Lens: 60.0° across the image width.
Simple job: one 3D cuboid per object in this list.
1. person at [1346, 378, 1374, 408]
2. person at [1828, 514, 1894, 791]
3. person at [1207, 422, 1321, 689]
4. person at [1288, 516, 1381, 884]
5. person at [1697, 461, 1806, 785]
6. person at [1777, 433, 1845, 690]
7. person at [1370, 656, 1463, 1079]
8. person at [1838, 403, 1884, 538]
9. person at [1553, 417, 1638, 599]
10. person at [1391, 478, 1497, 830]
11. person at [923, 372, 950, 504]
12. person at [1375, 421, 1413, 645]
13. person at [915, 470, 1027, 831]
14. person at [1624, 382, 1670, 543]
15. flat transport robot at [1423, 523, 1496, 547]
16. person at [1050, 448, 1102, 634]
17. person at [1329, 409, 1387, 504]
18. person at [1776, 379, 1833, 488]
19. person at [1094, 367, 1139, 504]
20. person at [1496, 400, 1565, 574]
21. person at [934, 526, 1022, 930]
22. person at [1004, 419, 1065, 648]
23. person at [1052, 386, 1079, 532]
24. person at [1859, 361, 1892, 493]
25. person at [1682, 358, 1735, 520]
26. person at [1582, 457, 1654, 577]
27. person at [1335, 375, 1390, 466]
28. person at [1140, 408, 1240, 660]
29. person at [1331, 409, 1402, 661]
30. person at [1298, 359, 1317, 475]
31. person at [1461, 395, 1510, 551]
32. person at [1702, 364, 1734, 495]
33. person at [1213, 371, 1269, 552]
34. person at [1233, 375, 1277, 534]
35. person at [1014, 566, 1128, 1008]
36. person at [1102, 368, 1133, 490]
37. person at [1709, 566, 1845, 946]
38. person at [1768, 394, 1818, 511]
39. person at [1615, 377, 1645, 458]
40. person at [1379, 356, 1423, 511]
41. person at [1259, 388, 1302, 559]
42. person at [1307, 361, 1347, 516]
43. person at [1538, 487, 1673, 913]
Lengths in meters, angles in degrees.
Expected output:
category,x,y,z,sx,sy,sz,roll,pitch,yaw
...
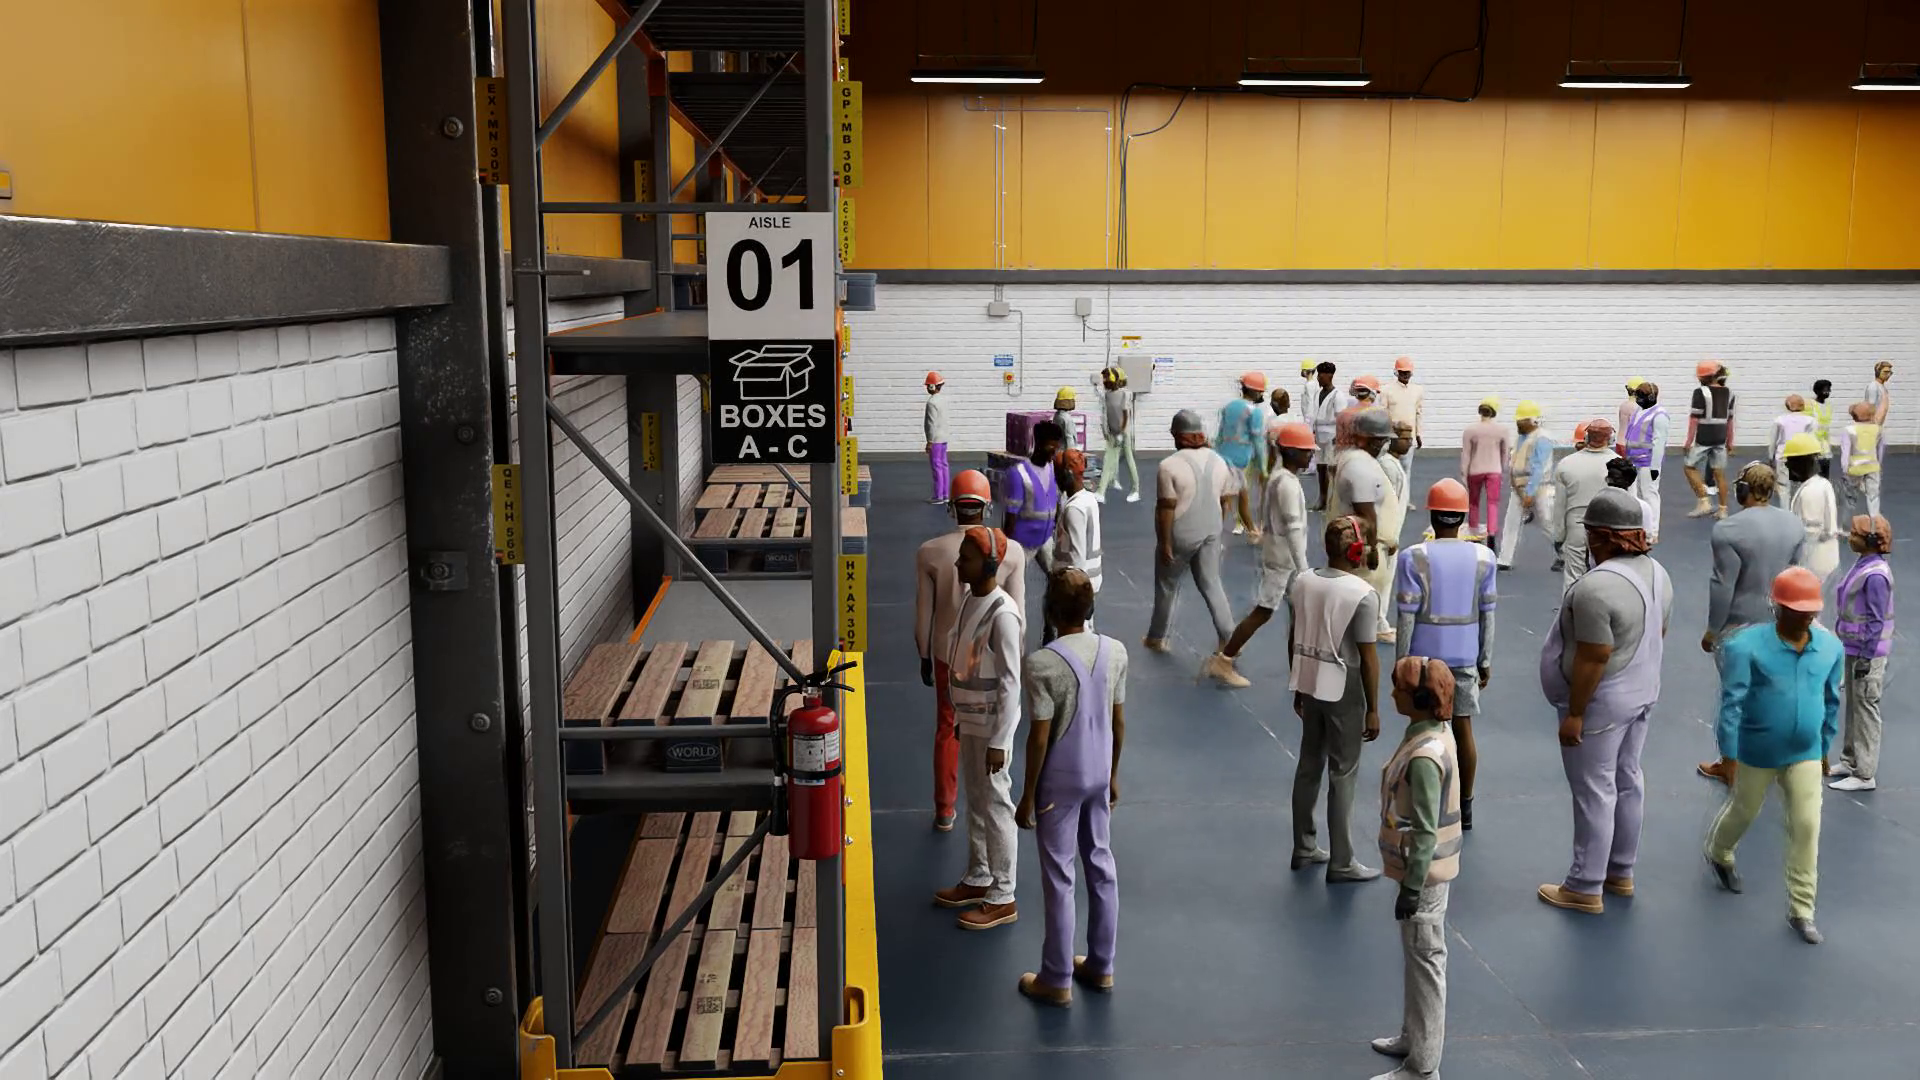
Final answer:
category,x,y,z,sx,sy,sz,roll,pitch,yaw
person,5.603,-1.474,23.372,0.511,1.593,0.839,-5,10,-28
person,5.327,0.661,9.823,0.309,1.641,0.514,3,9,17
person,2.332,0.130,12.092,1.082,1.995,0.624,2,9,11
person,1.865,0.795,8.348,0.377,1.840,0.569,-5,11,-31
person,4.707,0.494,9.933,0.628,1.940,0.377,-3,10,-18
person,6.221,0.175,12.090,0.623,1.895,0.603,6,11,31
person,1.711,1.235,6.211,0.309,1.641,0.513,3,9,17
person,10.260,-0.758,18.912,0.533,1.590,0.873,0,9,2
person,5.085,-0.030,13.307,0.651,1.913,0.409,6,11,34
person,2.632,0.626,9.109,0.552,1.934,0.373,0,9,-3
person,-0.333,-1.358,22.143,0.342,1.751,0.564,4,10,21
person,3.551,-0.067,13.760,0.339,1.842,0.507,2,9,10
person,0.061,0.607,9.095,0.605,1.986,0.402,1,9,7
person,7.759,-0.872,18.862,0.431,1.836,0.618,-1,9,-4
flat transport robot,5.511,-0.023,18.395,0.652,0.197,1.431,4,10,23
person,0.778,0.321,11.179,0.342,1.885,0.581,2,9,12
person,4.003,-0.450,16.524,0.690,1.710,0.528,-7,12,-38
person,11.406,-1.345,22.322,0.524,1.668,0.799,-2,9,-15
person,2.080,-1.383,22.119,0.942,1.806,0.543,-9,12,-43
person,5.847,-0.534,16.890,0.932,1.795,0.590,-2,9,-13
person,0.101,0.865,7.777,0.356,1.885,0.572,-3,10,-19
person,0.599,-0.007,13.205,0.619,1.895,0.874,-9,13,-44
person,1.238,-0.931,19.495,0.294,1.744,0.486,-3,9,-17
person,12.773,-1.571,23.206,0.351,1.842,0.507,8,12,40
person,9.254,-1.227,20.534,0.695,2.010,0.535,-3,10,-20
person,4.874,0.224,12.387,0.318,1.697,0.534,-6,11,-34
person,4.285,-0.755,17.630,0.611,1.985,0.393,6,11,32
person,1.862,-0.070,13.154,0.692,2.000,1.000,-5,10,-28
person,3.145,-0.027,12.889,0.543,2.000,0.699,1,9,6
person,5.287,-1.862,25.264,0.329,1.769,0.526,2,9,15
person,5.788,-0.738,18.336,0.515,1.723,0.847,2,9,12
person,10.478,-1.537,23.061,0.615,1.831,0.492,-4,10,-24
person,3.095,-0.857,18.261,1.067,1.978,0.630,-4,10,-21
person,3.451,-1.002,19.404,0.594,1.917,0.397,4,10,22
person,0.457,1.019,6.925,0.504,1.847,0.344,-6,11,-33
person,2.210,-1.593,23.696,0.498,1.726,0.517,-5,10,-29
person,3.830,0.942,7.853,0.589,1.714,0.846,0,9,0
person,9.998,-0.946,19.998,0.513,1.605,0.770,4,10,23
person,8.484,-1.181,21.033,0.350,1.759,0.523,0,9,-3
person,5.674,-1.365,21.429,0.610,1.995,0.375,-2,9,-12
person,3.411,-0.690,17.680,0.506,1.839,0.343,-8,12,-40
person,4.645,-1.282,21.045,0.384,1.957,0.603,-4,10,-24
person,3.060,0.751,8.004,0.684,2.000,0.538,-8,12,-41
